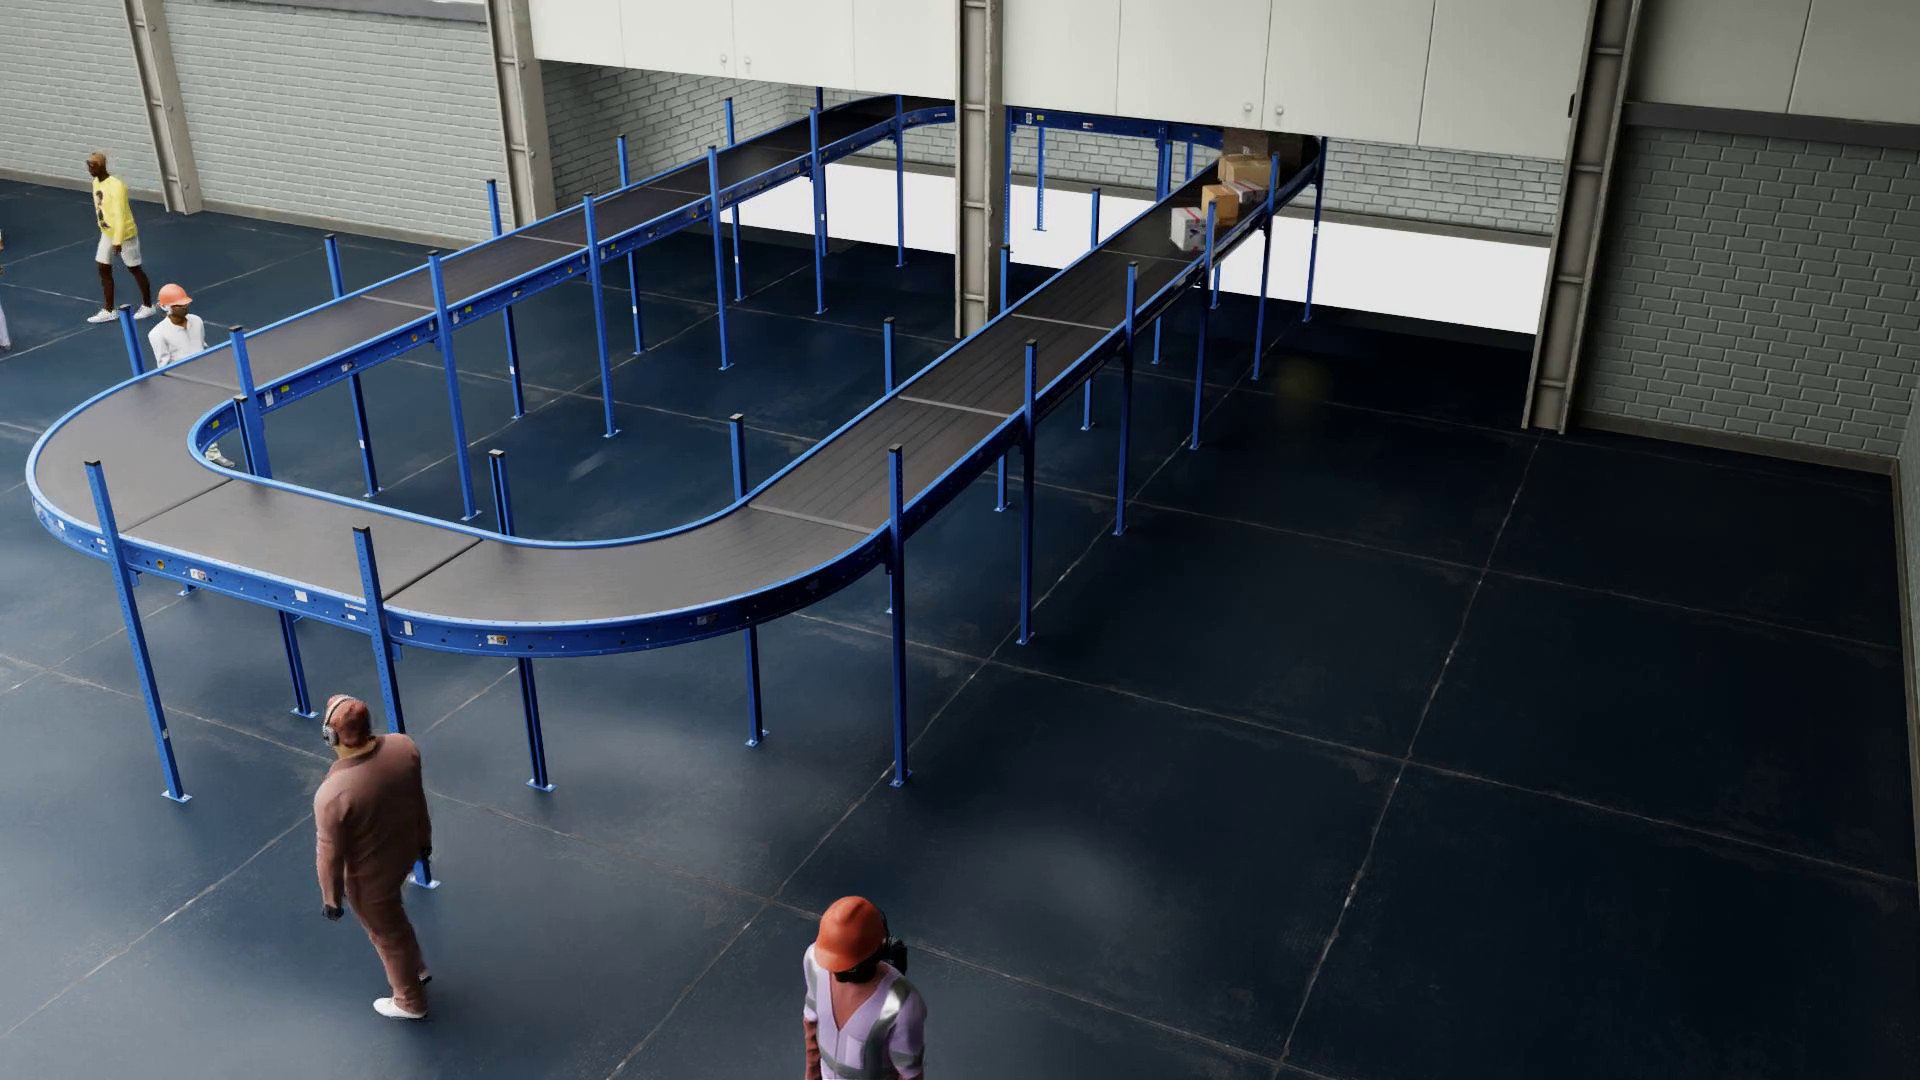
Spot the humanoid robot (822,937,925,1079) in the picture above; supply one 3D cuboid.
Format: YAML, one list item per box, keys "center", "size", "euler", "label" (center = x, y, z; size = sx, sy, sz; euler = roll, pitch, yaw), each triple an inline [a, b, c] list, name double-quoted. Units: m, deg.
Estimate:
- center: [-0.455, 2.261, 7.374]
  size: [0.605, 1.649, 0.403]
  euler: [-22, 34, -37]
  label: "humanoid robot"

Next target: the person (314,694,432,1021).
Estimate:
- center: [-2.984, 1.626, 8.383]
  size: [0.522, 1.879, 0.669]
  euler: [10, 28, 19]
  label: "person"

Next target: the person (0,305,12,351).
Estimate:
- center: [-10.326, -2.828, 17.422]
  size: [0.399, 1.832, 0.570]
  euler: [8, 27, 15]
  label: "person"

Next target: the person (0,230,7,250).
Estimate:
- center: [-12.434, -4.581, 20.840]
  size: [0.643, 1.936, 0.370]
  euler: [-14, 30, -26]
  label: "person"

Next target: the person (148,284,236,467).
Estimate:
- center: [-6.764, -1.400, 14.622]
  size: [0.319, 1.755, 0.562]
  euler: [9, 28, 18]
  label: "person"

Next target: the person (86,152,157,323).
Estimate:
- center: [-9.384, -3.298, 18.309]
  size: [0.553, 1.878, 0.788]
  euler: [15, 30, 27]
  label: "person"

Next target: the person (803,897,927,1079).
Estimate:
- center: [-0.418, 2.295, 6.877]
  size: [0.610, 2.036, 0.414]
  euler: [20, 33, 35]
  label: "person"
